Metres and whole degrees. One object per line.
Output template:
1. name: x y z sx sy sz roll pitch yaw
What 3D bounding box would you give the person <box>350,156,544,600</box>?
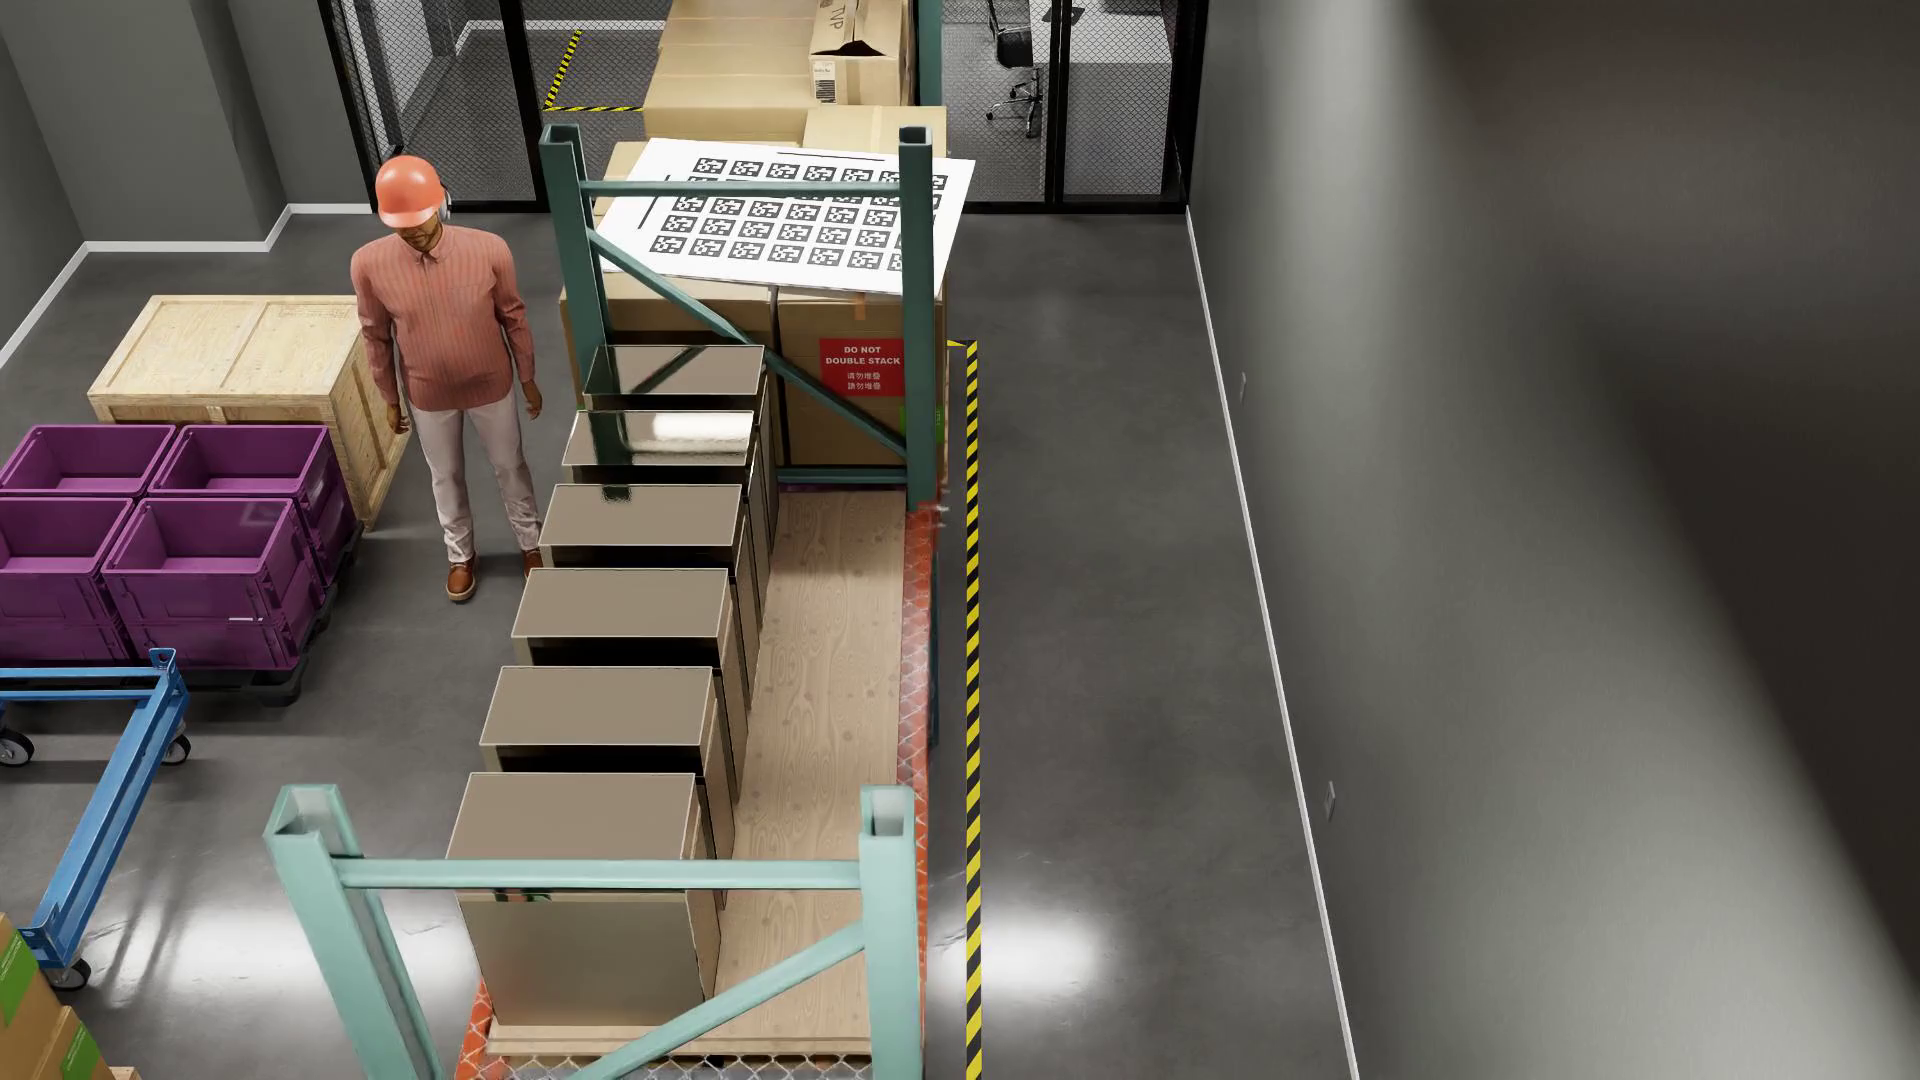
1. person: -1.970 -0.608 6.539 0.626 1.992 0.387 -9 42 -11
